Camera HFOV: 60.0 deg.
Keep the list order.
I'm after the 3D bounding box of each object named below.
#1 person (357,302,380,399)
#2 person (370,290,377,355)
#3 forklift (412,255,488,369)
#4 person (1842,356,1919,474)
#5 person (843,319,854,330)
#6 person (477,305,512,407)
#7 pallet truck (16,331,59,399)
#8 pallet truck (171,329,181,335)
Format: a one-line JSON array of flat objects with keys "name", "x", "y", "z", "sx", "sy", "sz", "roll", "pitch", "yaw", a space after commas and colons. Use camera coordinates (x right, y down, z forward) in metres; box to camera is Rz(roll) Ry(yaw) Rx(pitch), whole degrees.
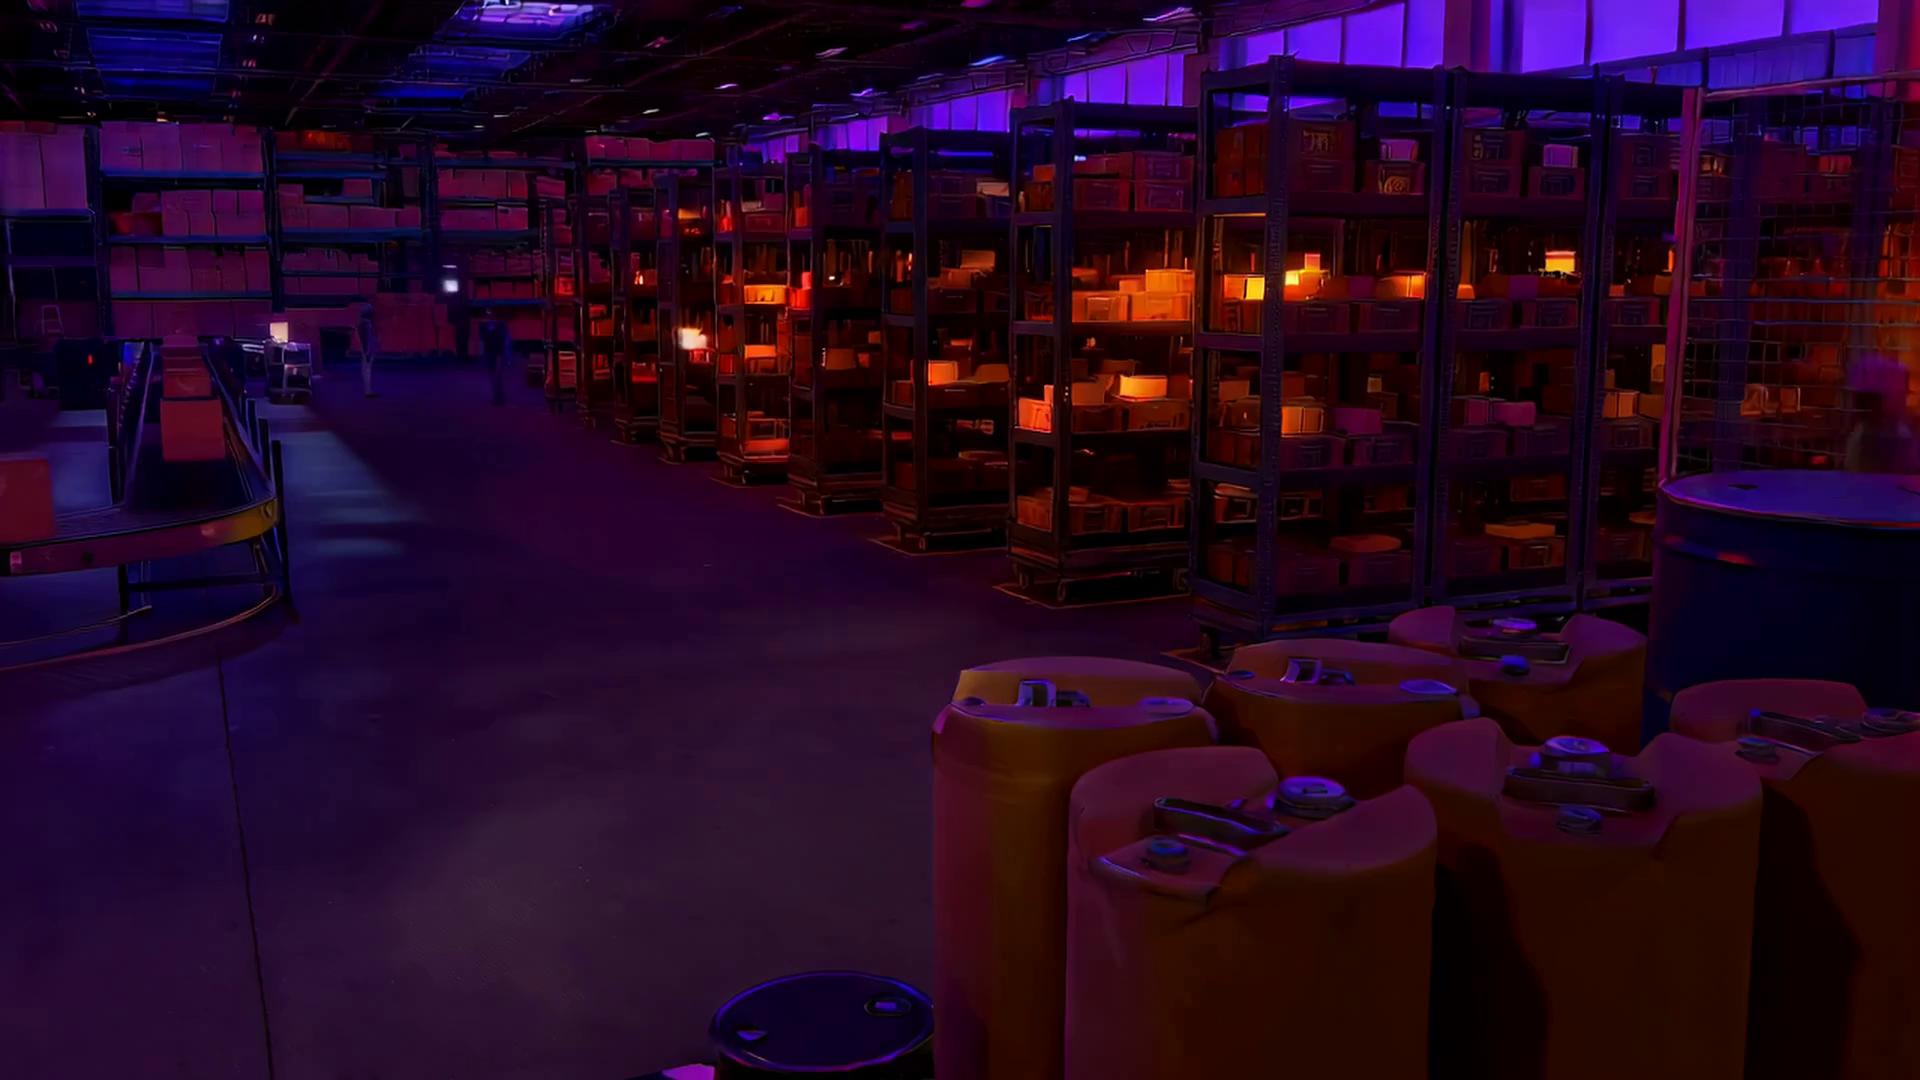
[{"name": "person", "x": -11.282, "y": -3.612, "z": 31.733, "sx": 0.404, "sy": 1.834, "sz": 0.591, "roll": -2, "pitch": 9, "yaw": -14}, {"name": "person", "x": -16.772, "y": -6.220, "z": 47.693, "sx": 0.399, "sy": 1.908, "sz": 0.643, "roll": 4, "pitch": 10, "yaw": 23}, {"name": "forklift", "x": -12.765, "y": -5.735, "z": 41.670, "sx": 1.129, "sy": 2.768, "sz": 1.873, "roll": 3, "pitch": 10, "yaw": 16}, {"name": "person", "x": 4.866, "y": 0.016, "z": 8.777, "sx": 0.663, "sy": 1.979, "sz": 0.629, "roll": 1, "pitch": 9, "yaw": 7}, {"name": "person", "x": -2.682, "y": -4.637, "z": 37.856, "sx": 0.641, "sy": 1.913, "sz": 0.407, "roll": -8, "pitch": 12, "yaw": -40}, {"name": "person", "x": -8.360, "y": -3.269, "z": 29.688, "sx": 0.588, "sy": 1.805, "sz": 0.906, "roll": 2, "pitch": 9, "yaw": 15}, {"name": "pallet truck", "x": -17.082, "y": -3.353, "z": 31.781, "sx": 1.630, "sy": 1.274, "sz": 0.653, "roll": -4, "pitch": 10, "yaw": -25}, {"name": "pallet truck", "x": -17.275, "y": -3.851, "z": 35.096, "sx": 1.601, "sy": 1.201, "sz": 0.680, "roll": 0, "pitch": 9, "yaw": 1}]
